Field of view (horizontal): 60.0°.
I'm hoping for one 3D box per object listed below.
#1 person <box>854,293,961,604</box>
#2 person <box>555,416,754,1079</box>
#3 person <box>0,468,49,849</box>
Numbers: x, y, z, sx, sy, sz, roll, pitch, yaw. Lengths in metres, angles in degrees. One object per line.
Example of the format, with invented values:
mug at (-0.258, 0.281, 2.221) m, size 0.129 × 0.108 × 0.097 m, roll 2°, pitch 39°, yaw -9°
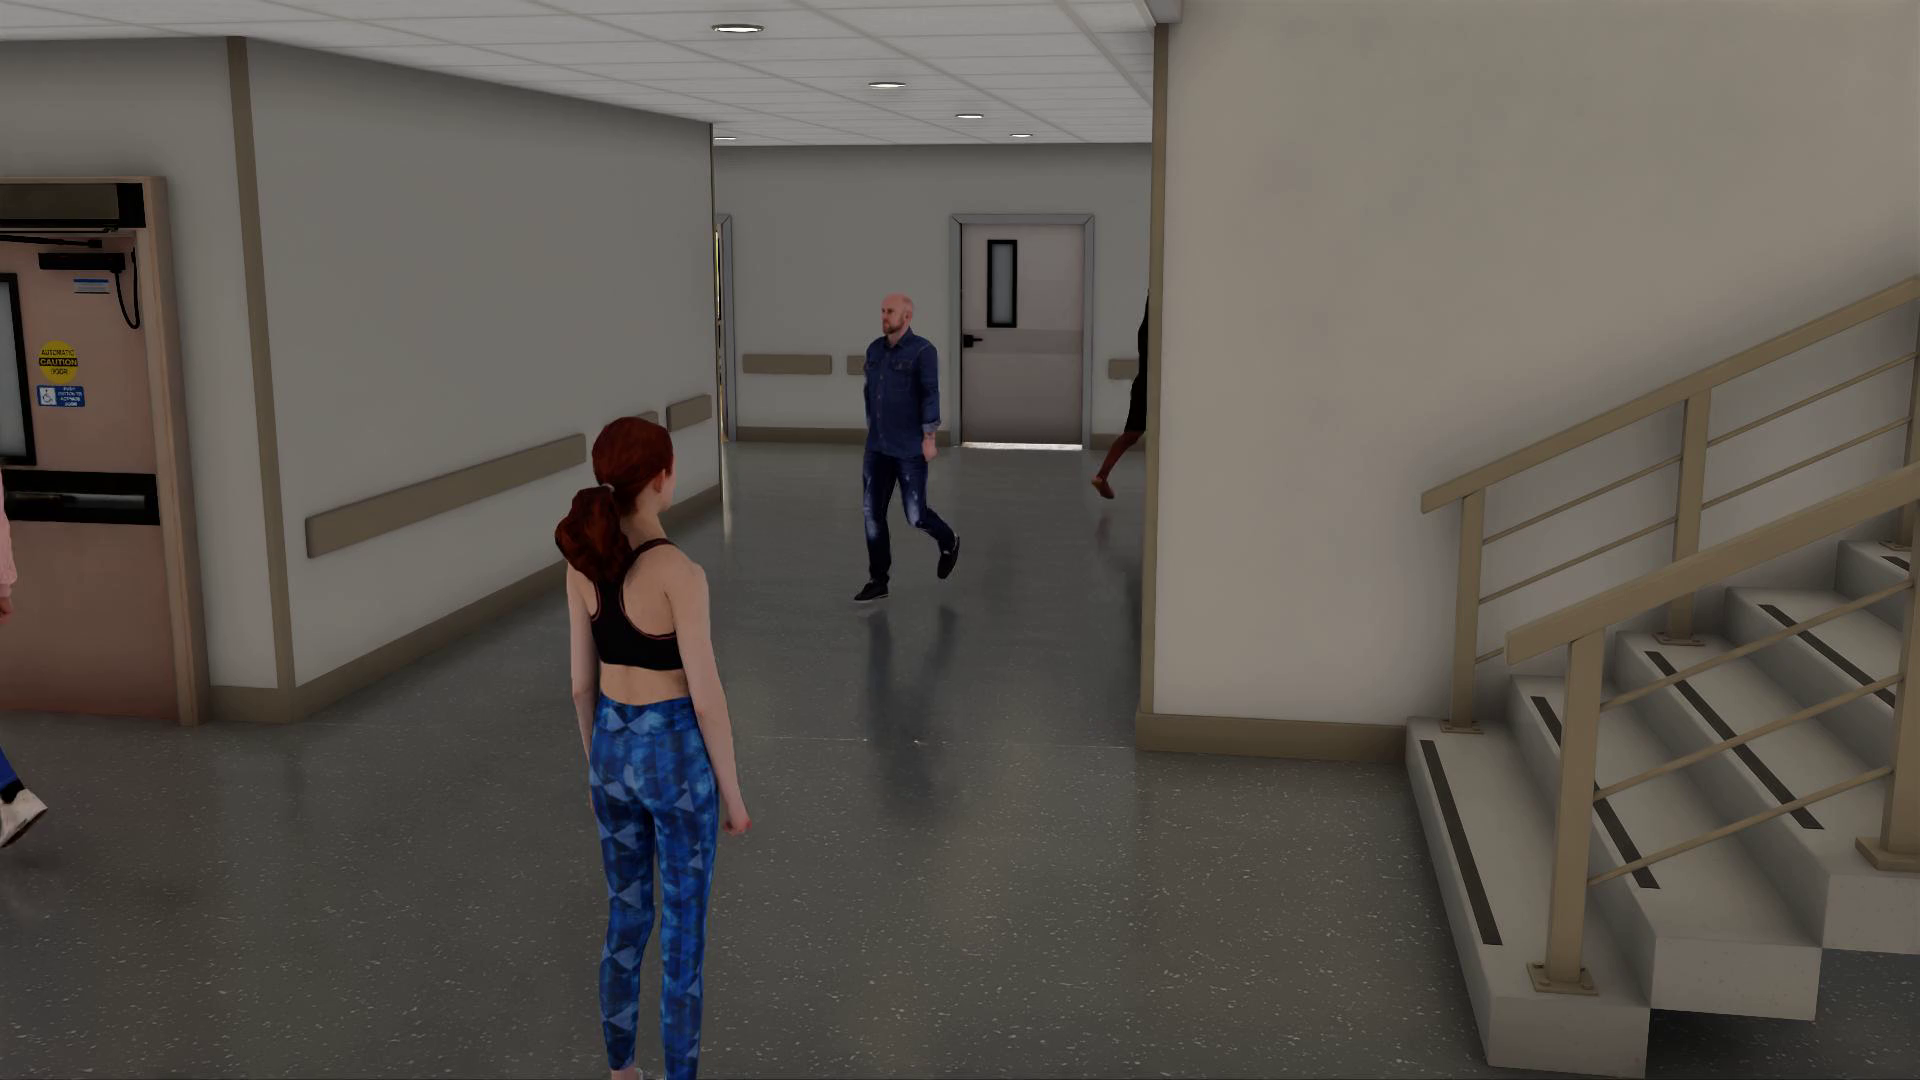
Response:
person at (-0.322, -0.536, 9.846) m, size 1.128 × 1.800 × 1.073 m, roll 8°, pitch 13°, yaw 36°
person at (-0.725, 0.599, 3.908) m, size 0.664 × 1.785 × 0.729 m, roll 6°, pitch 12°, yaw 30°
person at (-3.559, 0.251, 5.894) m, size 1.238 × 1.727 × 0.897 m, roll 6°, pitch 12°, yaw 29°
